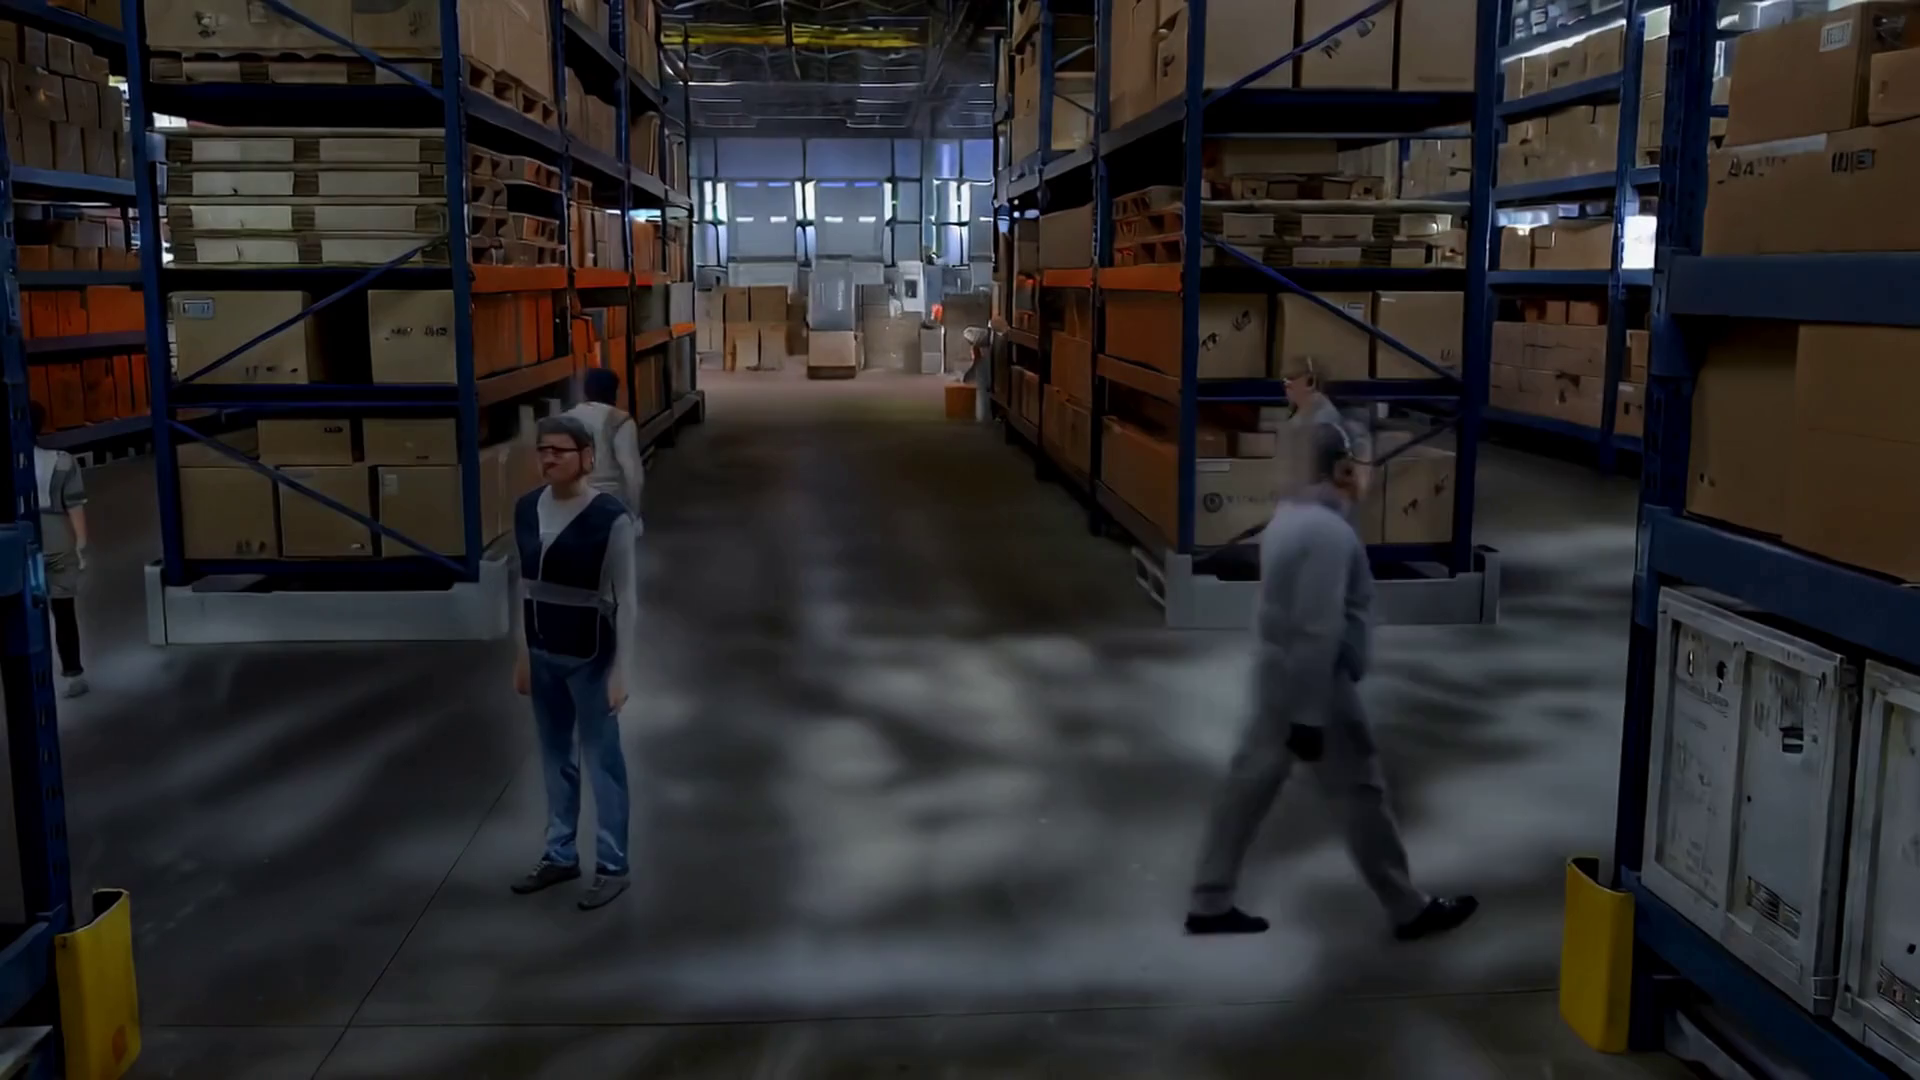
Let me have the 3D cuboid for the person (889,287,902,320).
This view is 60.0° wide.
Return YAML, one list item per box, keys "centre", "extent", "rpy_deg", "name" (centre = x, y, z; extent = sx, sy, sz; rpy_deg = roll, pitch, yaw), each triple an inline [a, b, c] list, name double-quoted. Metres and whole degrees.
- centre: [-2.308, -7.828, 57.969]
  extent: [0.636, 1.931, 0.377]
  rpy_deg: [3, 10, 19]
  name: "person"

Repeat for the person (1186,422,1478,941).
- centre: [1.289, 0.511, 5.849]
  extent: [1.038, 1.845, 0.668]
  rpy_deg: [-1, 9, -8]
  name: "person"

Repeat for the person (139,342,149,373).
- centre: [-15.507, -3.656, 31.626]
  extent: [0.835, 1.973, 0.614]
  rpy_deg: [-1, 9, -7]
  name: "person"

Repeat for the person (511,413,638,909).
- centre: [-1.448, 0.443, 6.269]
  extent: [0.569, 1.849, 0.384]
  rpy_deg: [5, 10, 30]
  name: "person"

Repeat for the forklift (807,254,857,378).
- centre: [-2.942, -5.145, 38.138]
  extent: [1.129, 2.768, 1.873]
  rpy_deg: [-1, 9, -4]
  name: "forklift"

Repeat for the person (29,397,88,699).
- centre: [-5.110, 0.054, 9.210]
  extent: [0.530, 1.692, 0.320]
  rpy_deg: [-4, 10, -25]
  name: "person"

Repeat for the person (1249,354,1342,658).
- centre: [2.180, -0.206, 10.247]
  extent: [0.712, 1.884, 0.649]
  rpy_deg: [-1, 9, -4]
  name: "person"

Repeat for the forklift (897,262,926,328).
- centre: [-1.780, -8.547, 59.499]
  extent: [1.129, 2.768, 1.873]
  rpy_deg: [-1, 9, -4]
  name: "forklift"

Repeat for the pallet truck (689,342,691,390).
- centre: [-5.225, -3.008, 27.480]
  extent: [1.885, 1.965, 0.823]
  rpy_deg: [2, 9, 14]
  name: "pallet truck"

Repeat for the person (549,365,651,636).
- centre: [-2.330, -0.196, 10.491]
  extent: [0.642, 1.799, 0.902]
  rpy_deg: [6, 11, 31]
  name: "person"
